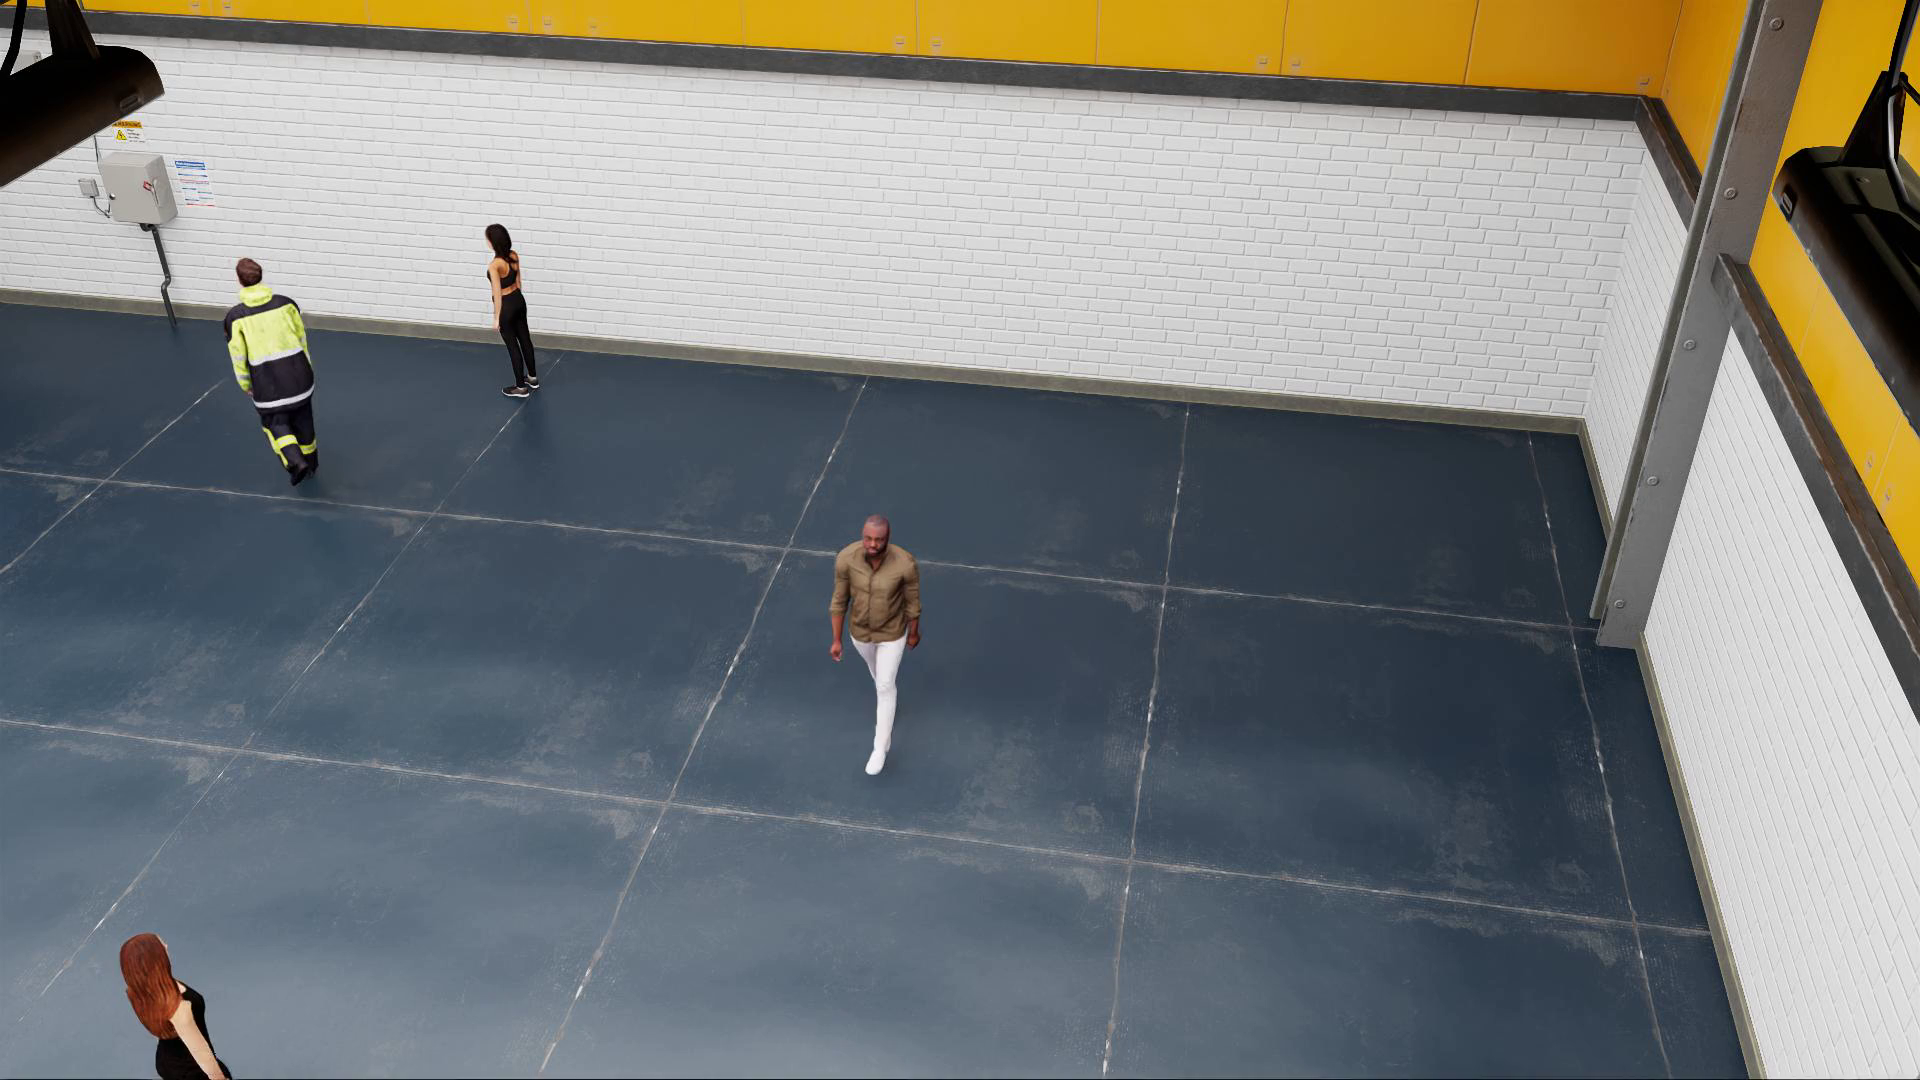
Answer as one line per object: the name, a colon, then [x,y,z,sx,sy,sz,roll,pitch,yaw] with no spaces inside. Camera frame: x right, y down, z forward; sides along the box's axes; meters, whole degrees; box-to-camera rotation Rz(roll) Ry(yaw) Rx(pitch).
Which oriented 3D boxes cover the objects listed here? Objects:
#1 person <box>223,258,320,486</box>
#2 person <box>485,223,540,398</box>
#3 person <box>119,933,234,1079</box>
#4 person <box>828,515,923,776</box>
person: [-5.519,-1.320,13.529,1.064,1.966,1.118,-23,40,-31]
person: [-4.039,-2.076,14.958,0.653,1.644,0.498,14,36,19]
person: [-3.735,2.551,7.938,0.835,1.709,1.043,21,39,28]
person: [-0.516,0.550,10.881,0.796,1.785,1.158,9,35,14]
